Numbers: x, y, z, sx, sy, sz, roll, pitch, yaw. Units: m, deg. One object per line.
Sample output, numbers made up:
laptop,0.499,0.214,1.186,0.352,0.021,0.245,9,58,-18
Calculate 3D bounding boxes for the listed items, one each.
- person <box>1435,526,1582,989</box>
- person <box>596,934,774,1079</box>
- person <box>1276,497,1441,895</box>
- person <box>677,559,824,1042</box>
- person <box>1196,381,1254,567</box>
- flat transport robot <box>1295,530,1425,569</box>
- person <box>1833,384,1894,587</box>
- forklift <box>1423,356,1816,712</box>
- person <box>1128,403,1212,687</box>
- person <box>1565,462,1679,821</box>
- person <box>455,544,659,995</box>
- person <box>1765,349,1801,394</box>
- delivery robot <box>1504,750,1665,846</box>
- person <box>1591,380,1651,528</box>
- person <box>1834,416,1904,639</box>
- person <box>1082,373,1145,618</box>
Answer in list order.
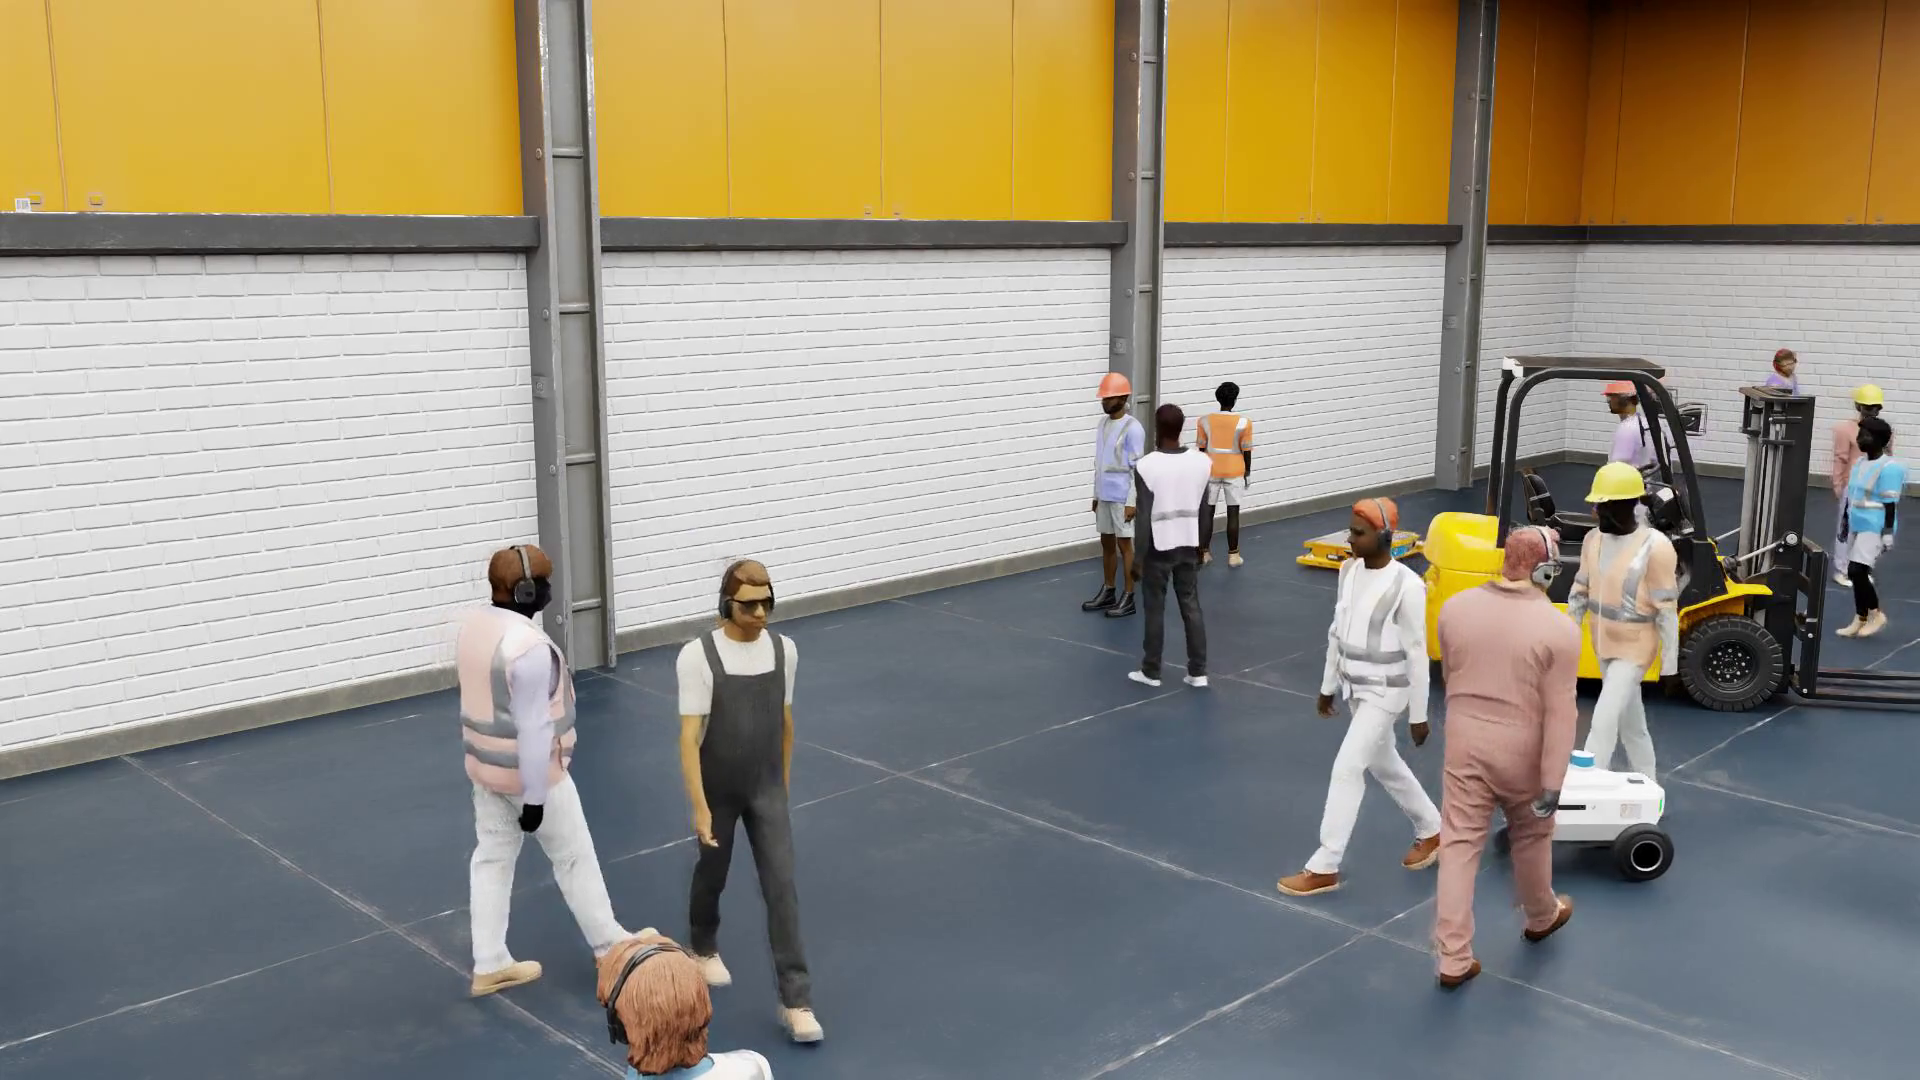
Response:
person,2.267,0.851,6.803,0.631,1.846,0.983,9,14,42
person,-0.586,1.591,3.364,0.514,1.641,0.309,-9,14,-41
person,1.949,0.700,7.696,0.979,1.841,0.577,-3,11,-16
person,-0.841,0.957,6.407,0.522,1.802,0.939,-6,12,-28
person,2.406,-0.595,15.147,0.530,1.691,0.318,4,11,19
flat transport robot,3.751,0.068,15.405,0.652,0.197,1.431,9,13,40
person,7.711,-0.456,14.224,0.548,1.751,0.406,-1,10,-4
forklift,4.276,-0.101,11.076,2.313,2.155,1.214,2,11,13
person,1.401,0.046,11.081,0.599,1.923,0.408,-5,11,-24
person,3.215,0.550,8.354,0.941,1.878,0.617,-3,11,-14
person,-1.640,0.898,6.683,0.799,1.813,0.632,-10,14,-43
person,8.868,-1.160,17.948,0.675,1.805,0.465,-7,12,-33
delivery robot,2.955,1.248,7.935,0.707,0.478,0.477,0,10,0
person,5.130,-0.306,12.792,1.101,1.988,0.611,5,11,24
person,6.711,-0.077,12.333,0.378,1.680,0.547,0,10,0
person,1.214,-0.357,13.176,0.365,1.935,0.548,-6,12,-31
